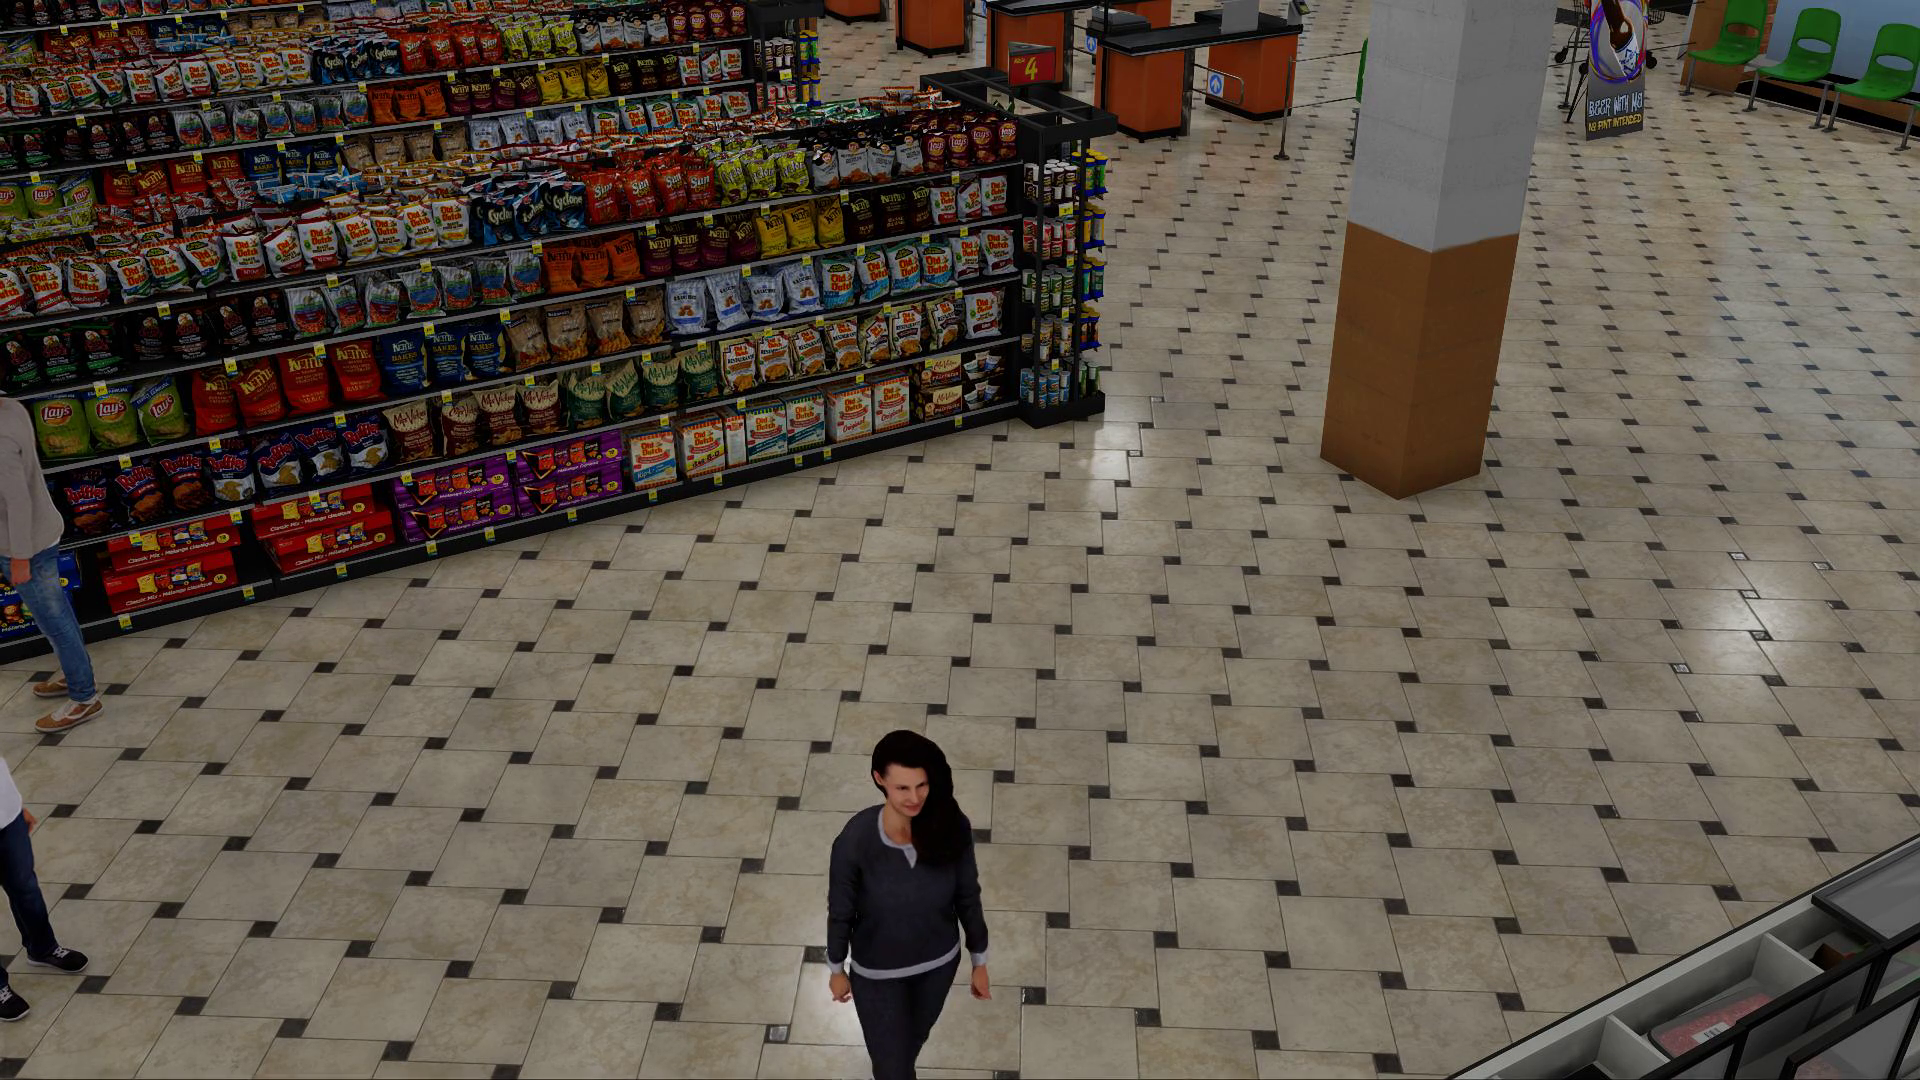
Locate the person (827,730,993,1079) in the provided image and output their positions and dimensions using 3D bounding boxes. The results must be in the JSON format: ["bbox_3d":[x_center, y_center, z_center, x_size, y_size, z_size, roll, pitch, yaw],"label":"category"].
[{"bbox_3d":[-0.216,1.324,5.386,0.929,1.717,0.740,-13,31,-22],"label":"person"}]

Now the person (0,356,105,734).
[{"bbox_3d":[-4.295,-0.021,7.657,0.584,1.902,0.660,-13,31,-23],"label":"person"}]

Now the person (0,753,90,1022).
[{"bbox_3d":[-3.602,1.032,6.087,0.685,1.558,0.607,12,31,20],"label":"person"}]
